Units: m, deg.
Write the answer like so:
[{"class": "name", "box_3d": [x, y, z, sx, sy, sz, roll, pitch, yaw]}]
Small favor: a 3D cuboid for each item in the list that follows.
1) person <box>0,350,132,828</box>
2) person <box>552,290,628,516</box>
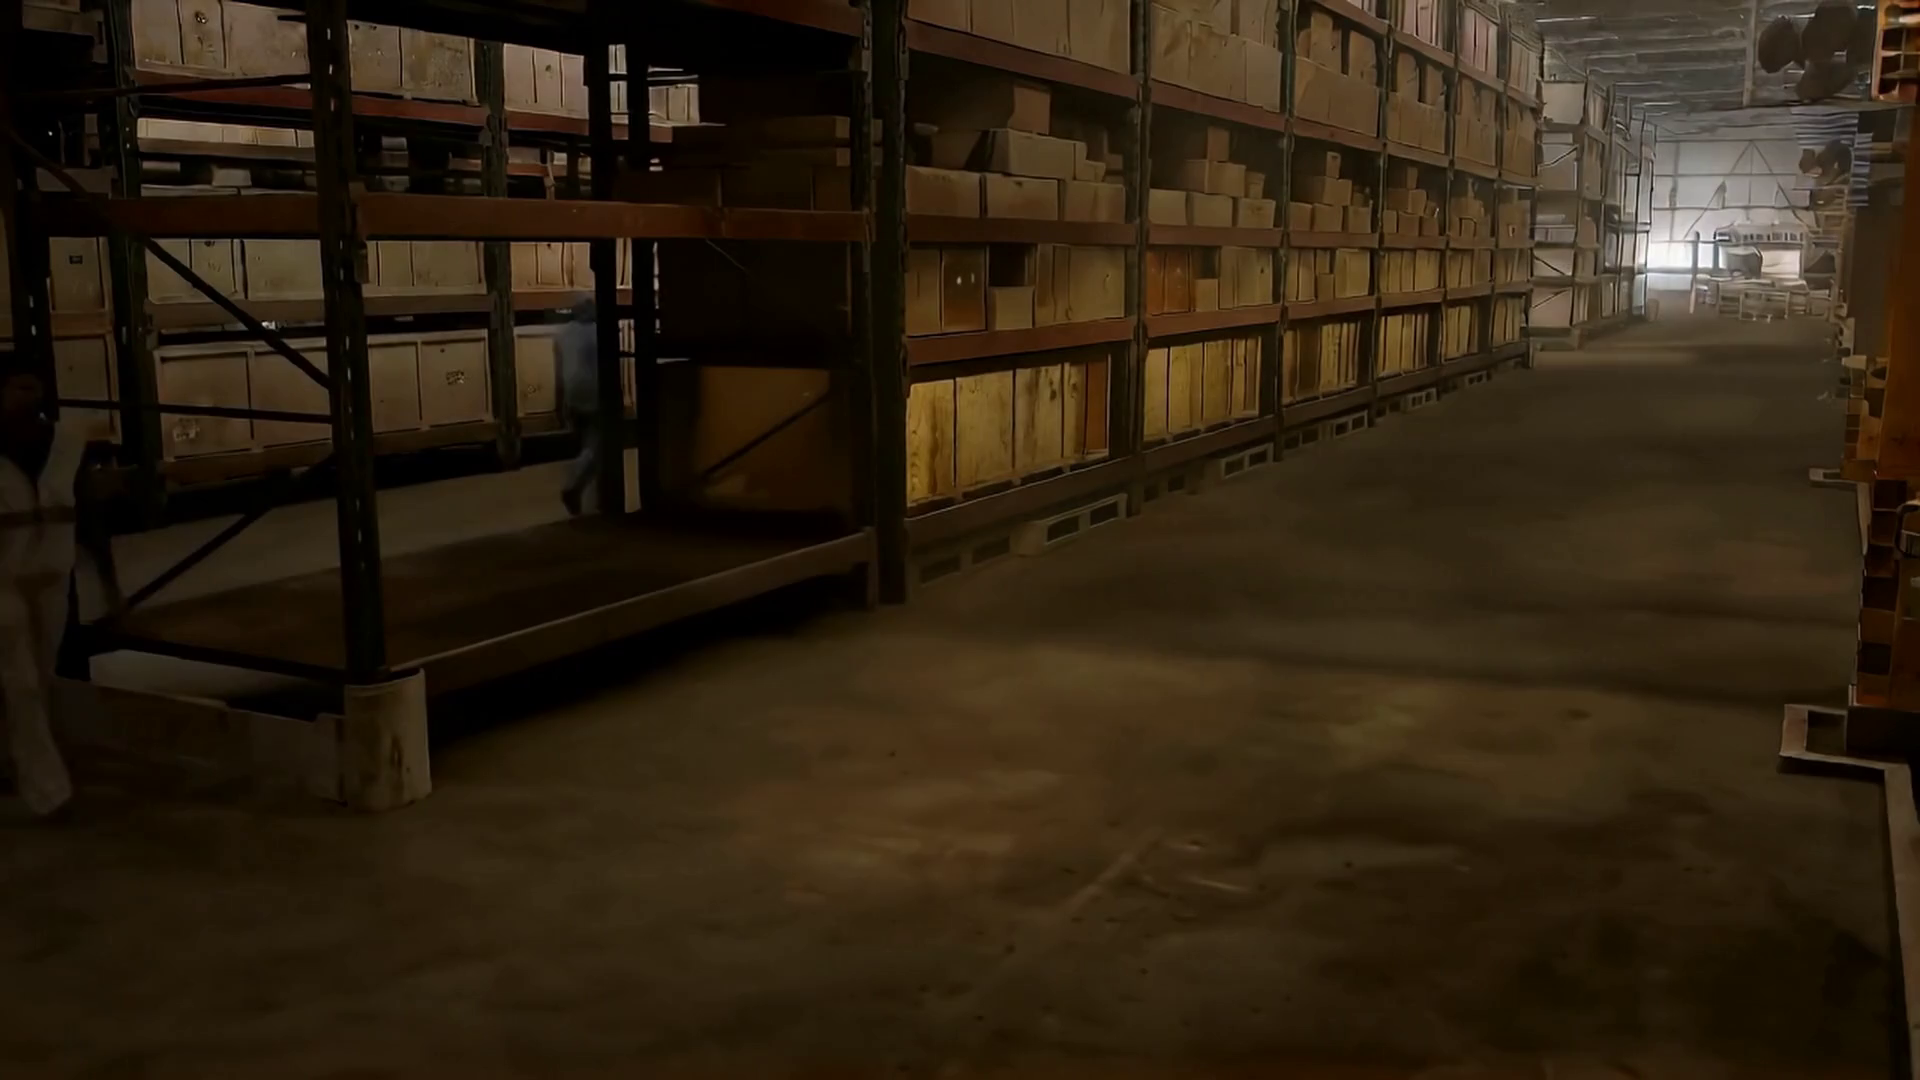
[{"class": "person", "box_3d": [-3.493, 0.185, 6.360, 0.913, 1.801, 0.589, 6, 11, 30]}, {"class": "person", "box_3d": [-3.121, -1.146, 13.900, 0.661, 1.880, 0.893, 5, 11, 27]}]
